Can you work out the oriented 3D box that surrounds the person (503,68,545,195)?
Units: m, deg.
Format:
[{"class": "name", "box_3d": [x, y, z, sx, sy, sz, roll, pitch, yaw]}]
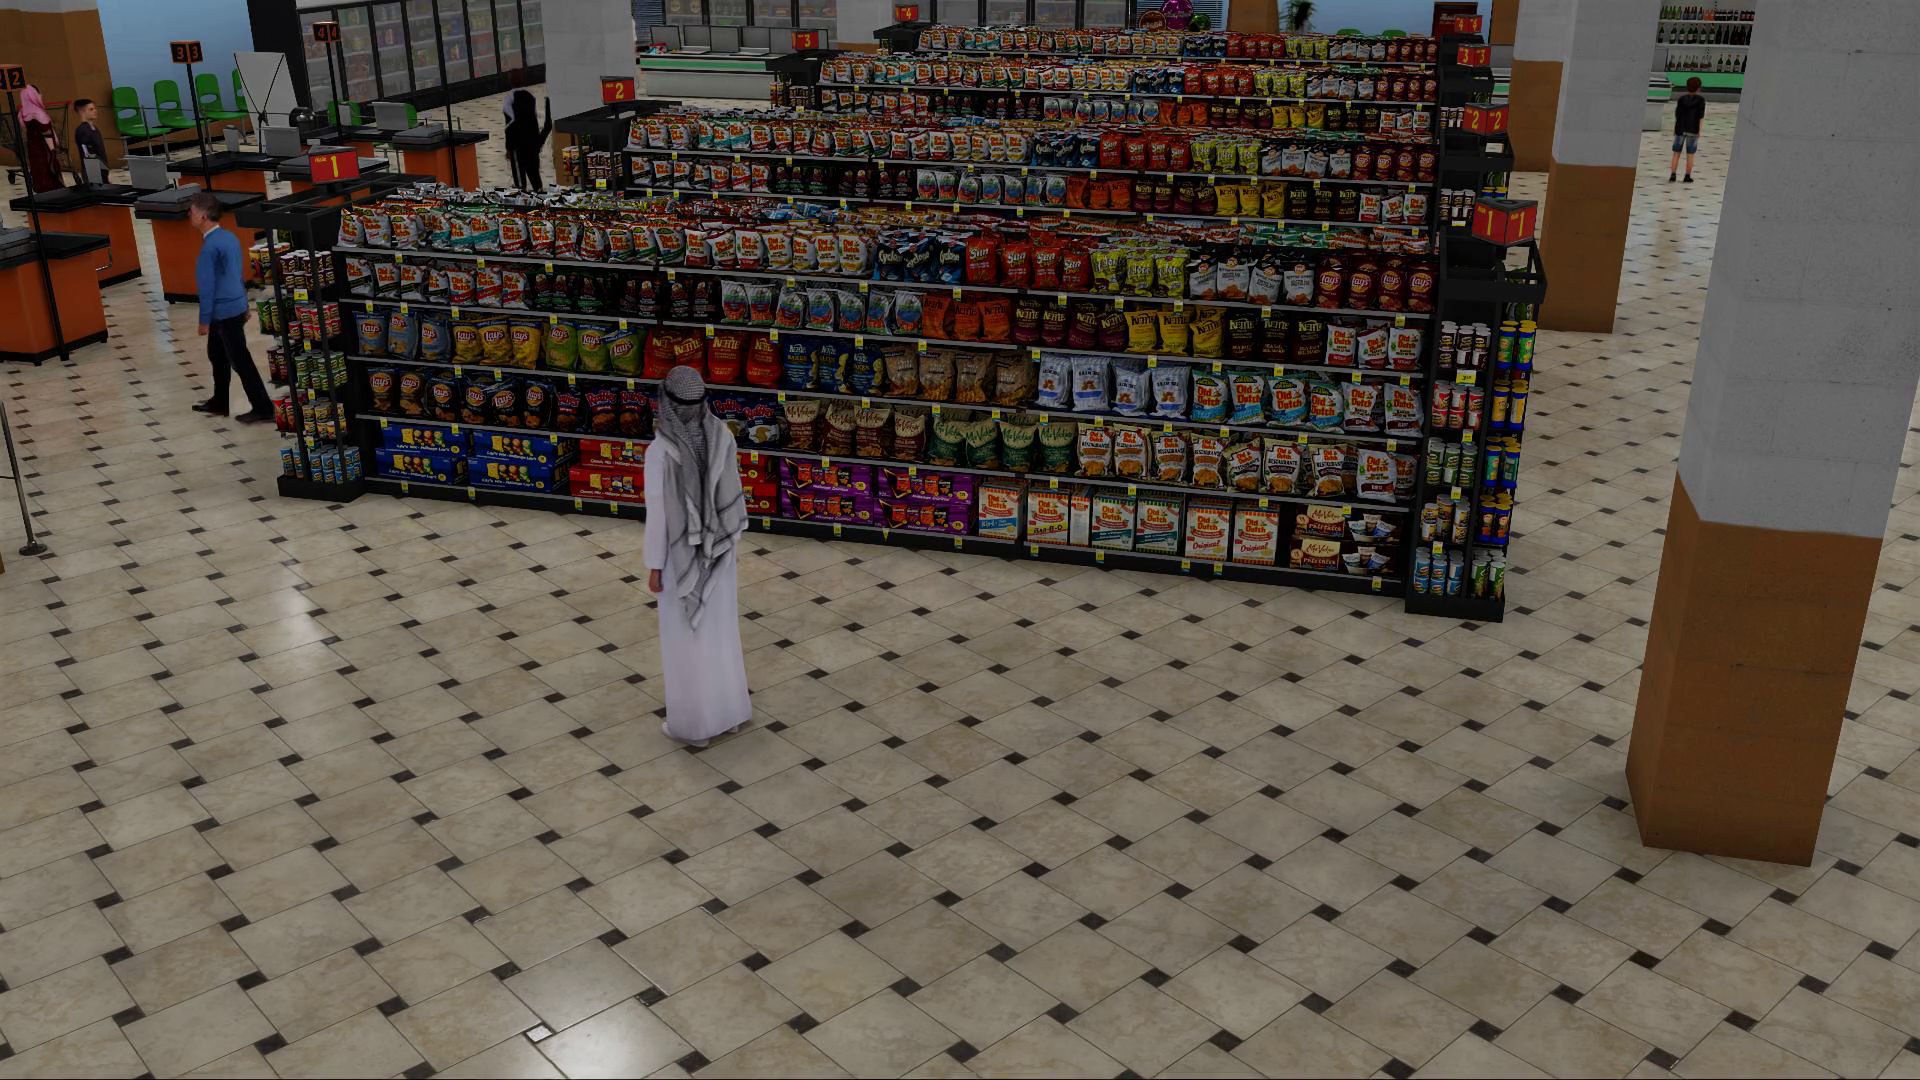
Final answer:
[{"class": "person", "box_3d": [-5.443, -4.944, 20.720, 0.688, 1.828, 0.733, 16, 27, 35]}]

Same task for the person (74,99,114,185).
[{"class": "person", "box_3d": [-9.550, -3.977, 18.400, 0.726, 1.764, 0.724, -6, 23, -14]}]

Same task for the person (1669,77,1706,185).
[{"class": "person", "box_3d": [10.094, -5.690, 23.089, 0.542, 1.446, 0.656, 14, 26, 32]}]

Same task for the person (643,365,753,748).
[{"class": "person", "box_3d": [-1.283, 0.084, 8.074, 0.799, 1.927, 0.821, -19, 29, -39]}]

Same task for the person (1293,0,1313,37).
[{"class": "person", "box_3d": [6.540, -9.587, 32.442, 0.796, 1.704, 0.789, -11, 25, -26]}]

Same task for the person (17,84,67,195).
[{"class": "person", "box_3d": [-11.424, -4.836, 20.707, 0.673, 1.638, 0.808, 16, 27, 34]}]

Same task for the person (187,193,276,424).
[{"class": "person", "box_3d": [-5.591, -1.775, 12.874, 1.019, 1.798, 0.883, -4, 22, -9]}]
